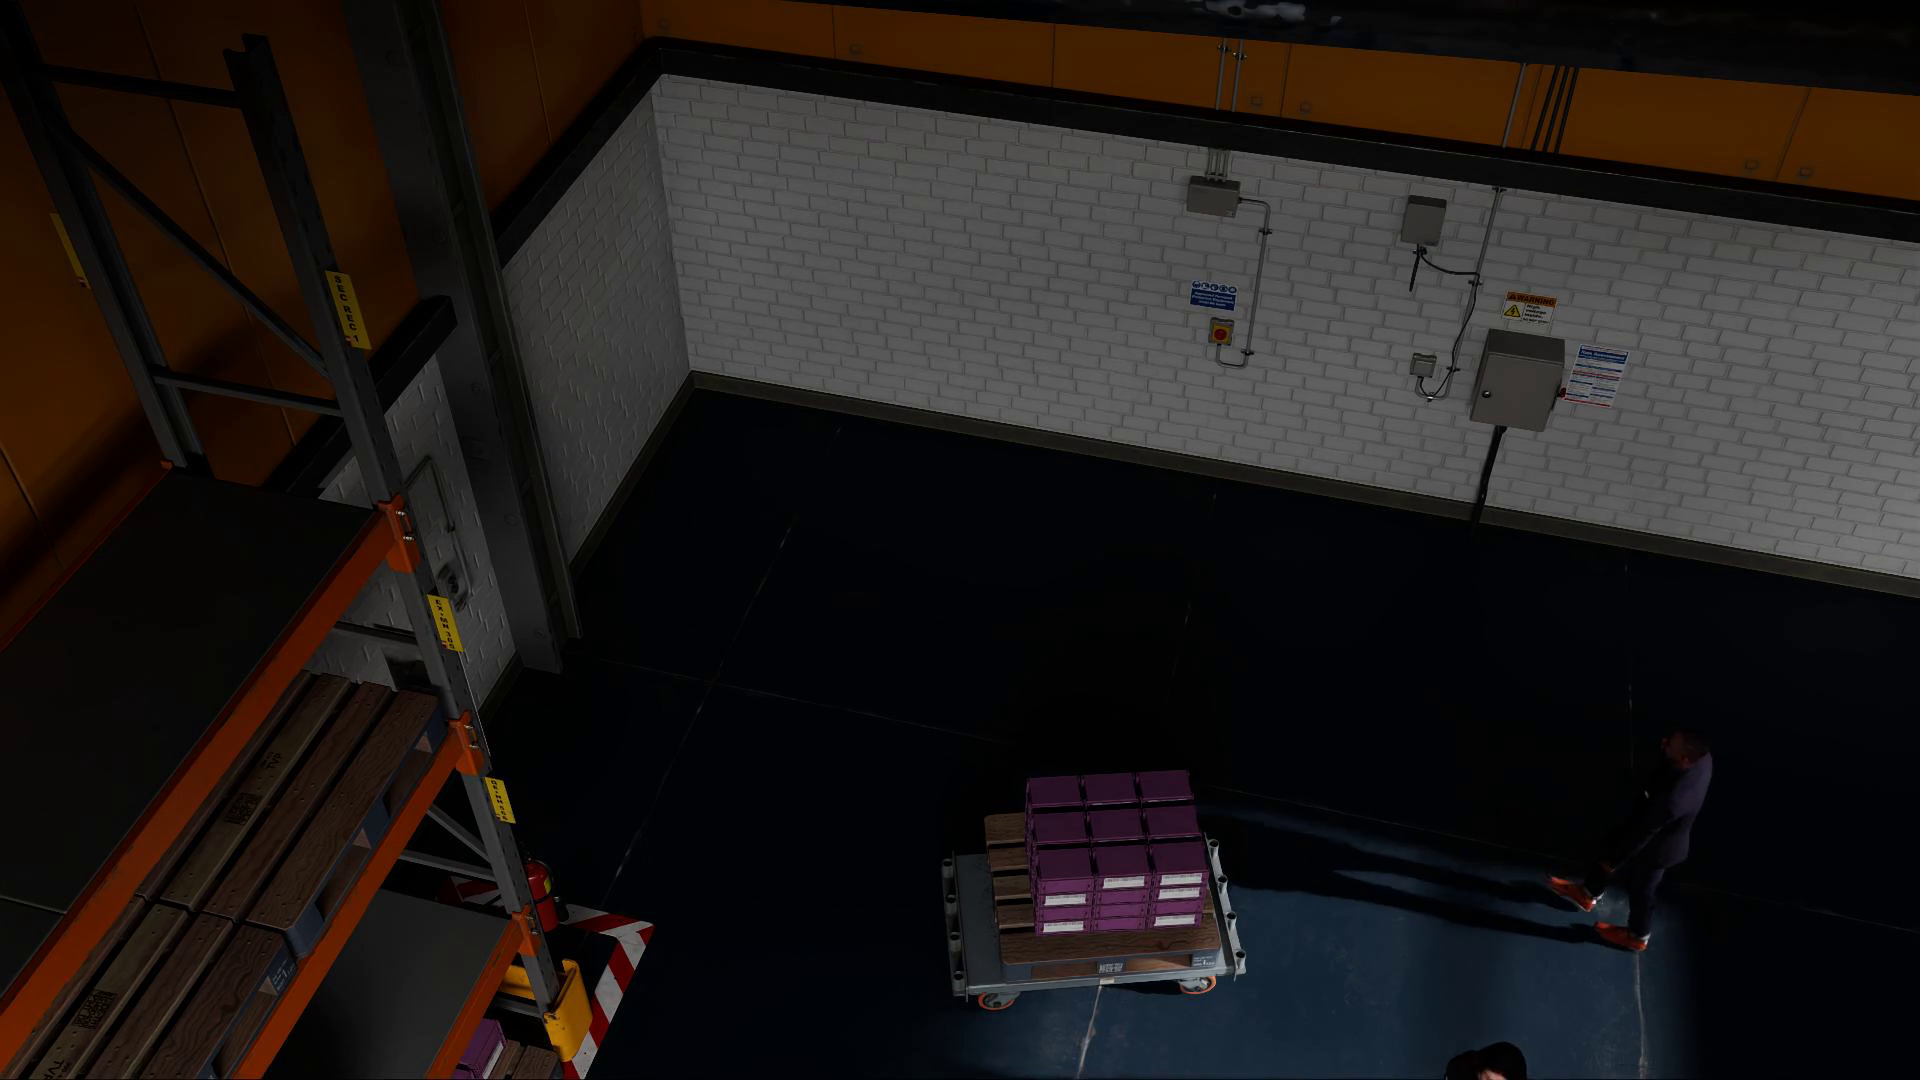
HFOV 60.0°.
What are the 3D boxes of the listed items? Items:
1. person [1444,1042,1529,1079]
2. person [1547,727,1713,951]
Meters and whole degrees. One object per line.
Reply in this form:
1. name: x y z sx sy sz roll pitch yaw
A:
1. person: 2.551 2.834 8.140 0.829 1.593 1.182 24 49 23
2. person: 3.903 1.695 9.186 0.932 1.799 0.917 23 48 22
